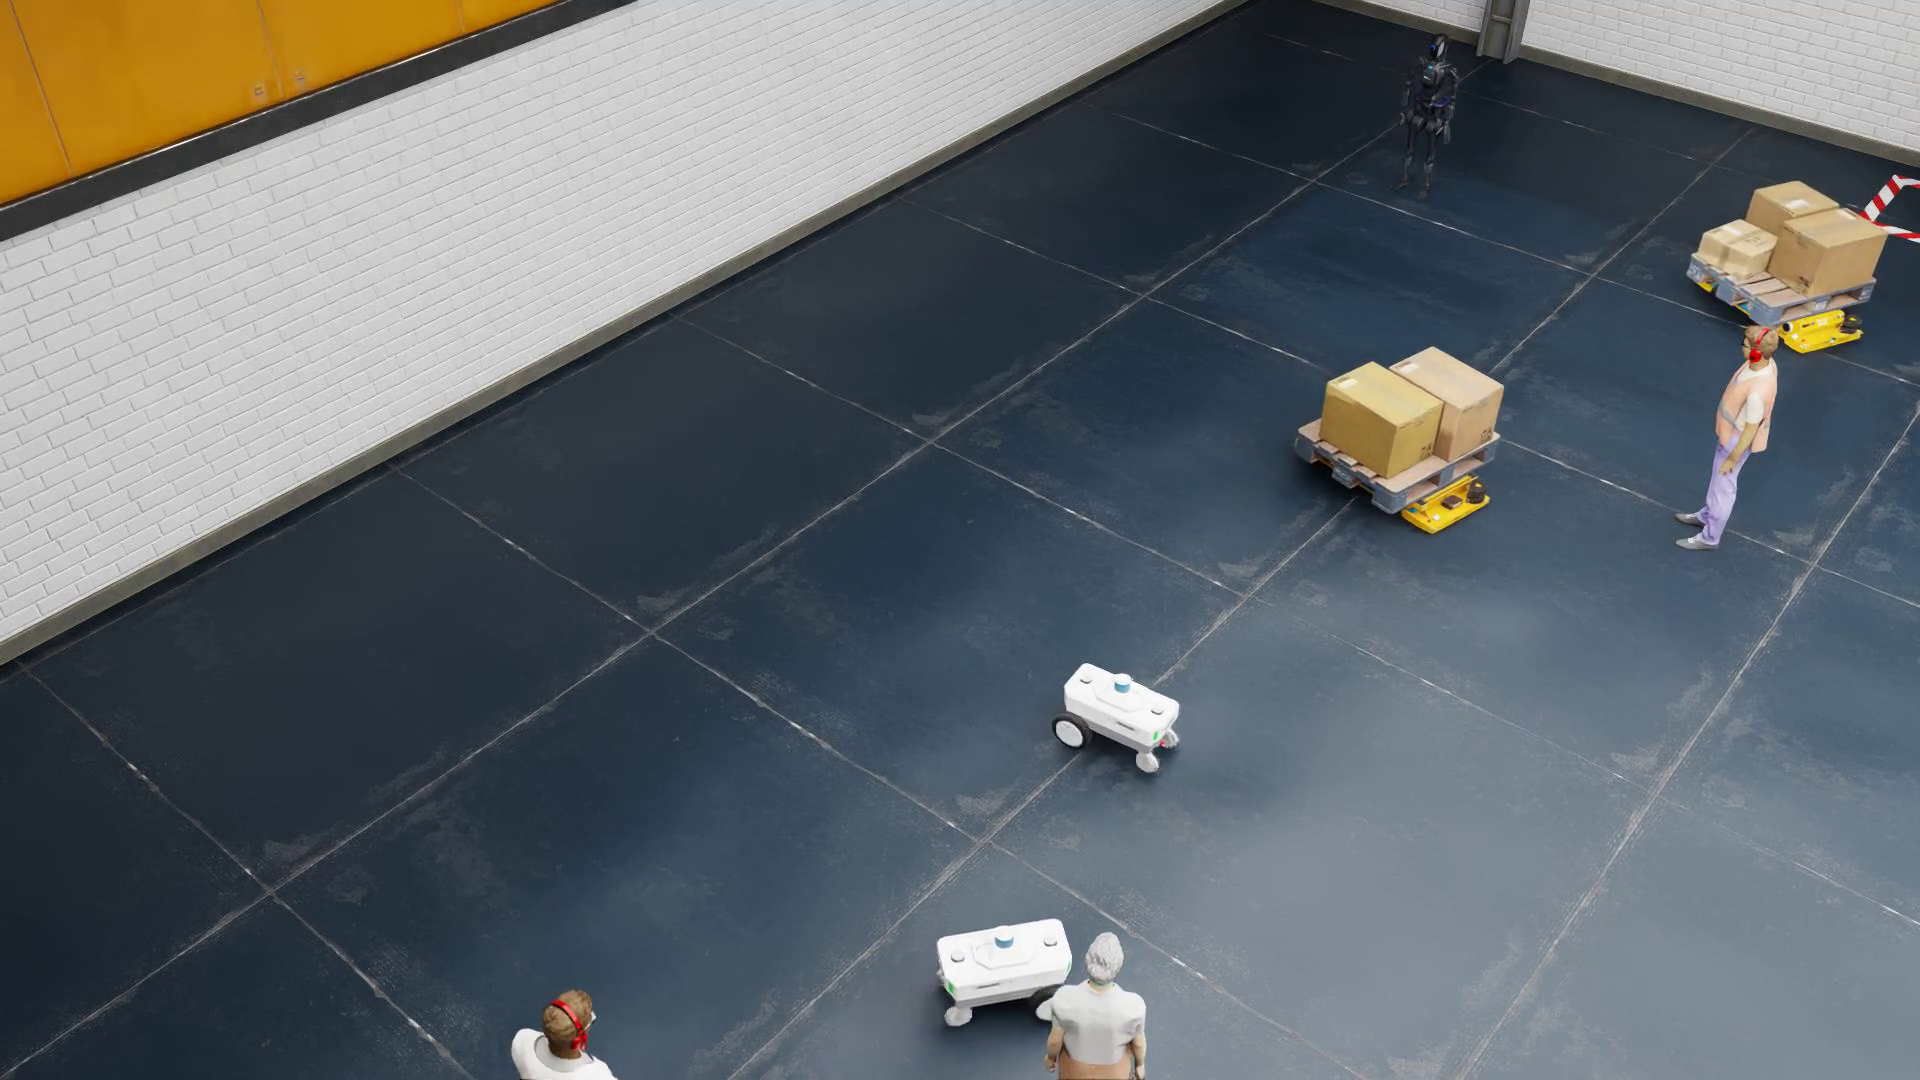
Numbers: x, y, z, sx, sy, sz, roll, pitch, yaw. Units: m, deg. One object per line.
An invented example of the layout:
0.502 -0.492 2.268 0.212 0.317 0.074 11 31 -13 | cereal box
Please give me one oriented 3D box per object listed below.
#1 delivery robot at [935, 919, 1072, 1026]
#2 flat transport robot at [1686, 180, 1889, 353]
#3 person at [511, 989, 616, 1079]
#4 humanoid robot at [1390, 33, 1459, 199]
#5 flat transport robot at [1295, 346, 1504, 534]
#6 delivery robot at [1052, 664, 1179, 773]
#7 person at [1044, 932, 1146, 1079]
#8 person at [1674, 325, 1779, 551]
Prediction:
0.262 2.352 9.154 0.815 0.614 0.499 -7 39 -9 | delivery robot
7.325 -2.163 14.971 0.659 0.231 1.431 -14 41 -17 | flat transport robot
-1.745 2.733 7.650 0.573 1.830 0.389 19 43 22 | person
4.591 -4.167 16.325 0.599 1.657 0.315 31 48 32 | humanoid robot
3.369 -0.573 12.998 0.659 0.231 1.431 -25 45 -28 | flat transport robot
1.009 1.109 10.697 0.815 0.614 0.499 22 44 25 | delivery robot
0.651 2.497 8.008 0.492 1.745 0.309 4 39 5 | person
5.557 -0.712 11.918 0.397 1.840 0.563 13 41 16 | person
